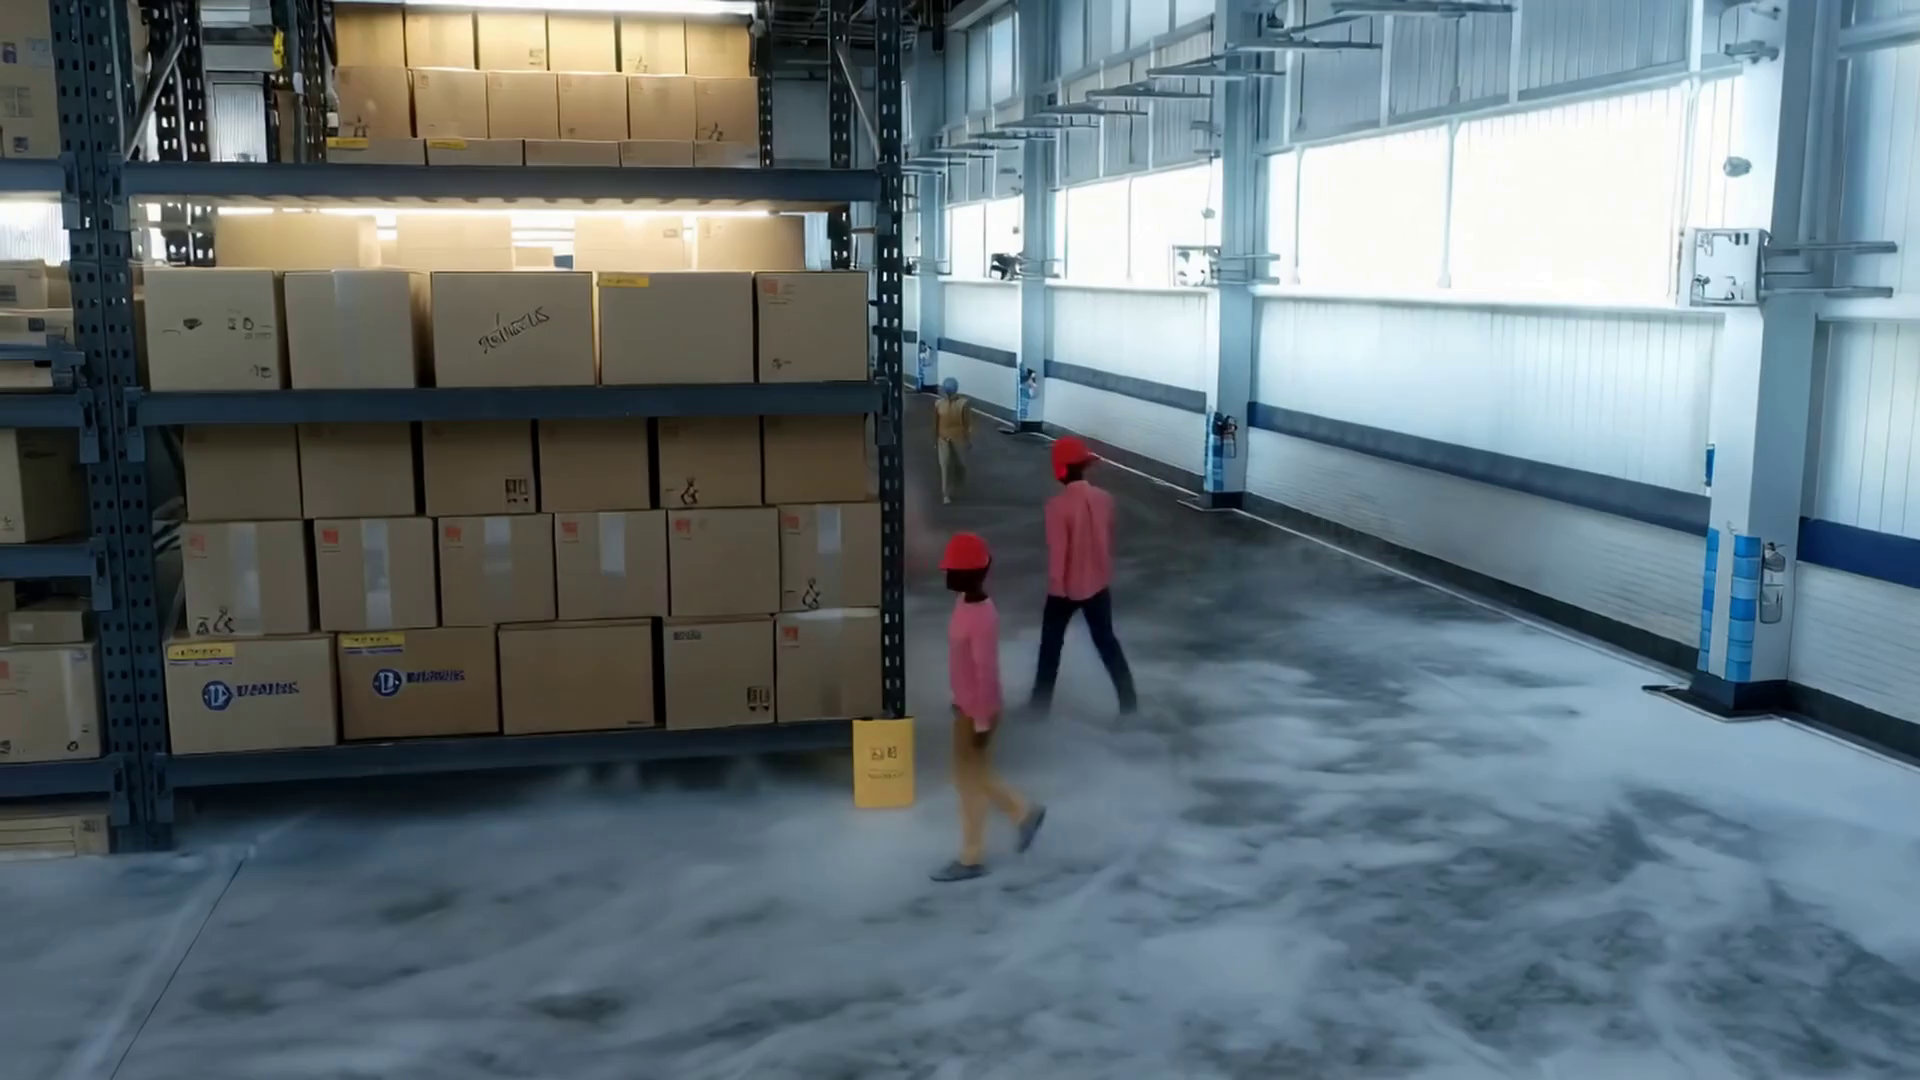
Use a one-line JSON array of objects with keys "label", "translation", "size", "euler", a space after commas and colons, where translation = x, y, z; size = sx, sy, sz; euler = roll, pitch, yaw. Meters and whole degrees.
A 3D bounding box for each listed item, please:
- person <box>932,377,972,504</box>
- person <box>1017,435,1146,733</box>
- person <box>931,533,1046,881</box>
[{"label": "person", "translation": [-0.104, -1.300, 21.516], "size": [0.530, 1.623, 0.549], "euler": [1, 9, 4]}, {"label": "person", "translation": [0.814, 0.292, 10.897], "size": [0.617, 1.950, 1.025], "euler": [-7, 12, -36]}, {"label": "person", "translation": [0.139, 0.819, 8.240], "size": [0.533, 1.747, 0.539], "euler": [-2, 9, -10]}]
